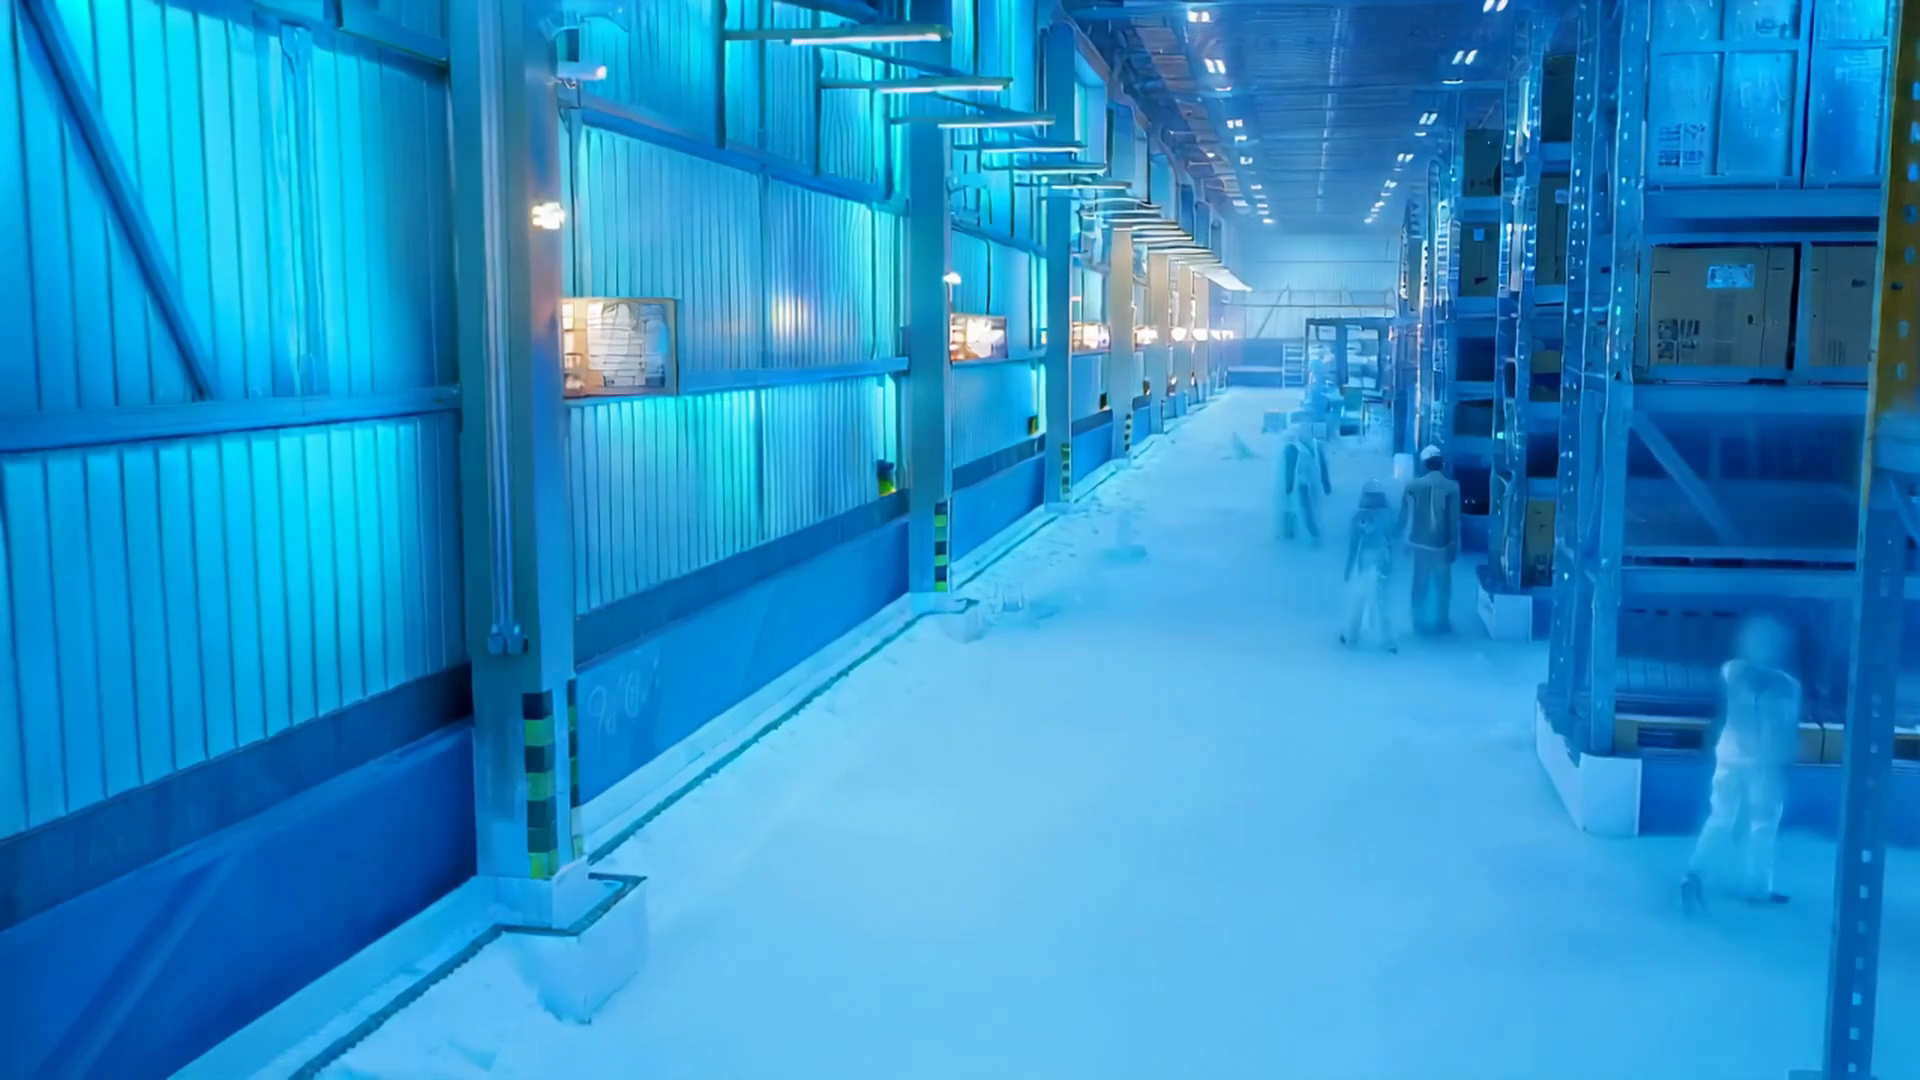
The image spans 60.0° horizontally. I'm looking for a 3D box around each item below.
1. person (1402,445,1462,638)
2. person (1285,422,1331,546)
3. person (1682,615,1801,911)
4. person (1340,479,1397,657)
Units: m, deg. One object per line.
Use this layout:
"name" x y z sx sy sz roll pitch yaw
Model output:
"person" 4.827 0.011 17.000 0.639 1.936 0.916 4 8 29
"person" 5.095 -0.826 24.329 0.621 1.792 0.964 -5 8 -32
"person" 4.180 1.199 8.863 0.605 1.635 0.546 -3 8 -24
"person" 3.977 0.264 16.001 0.477 1.689 0.870 -1 7 -8
